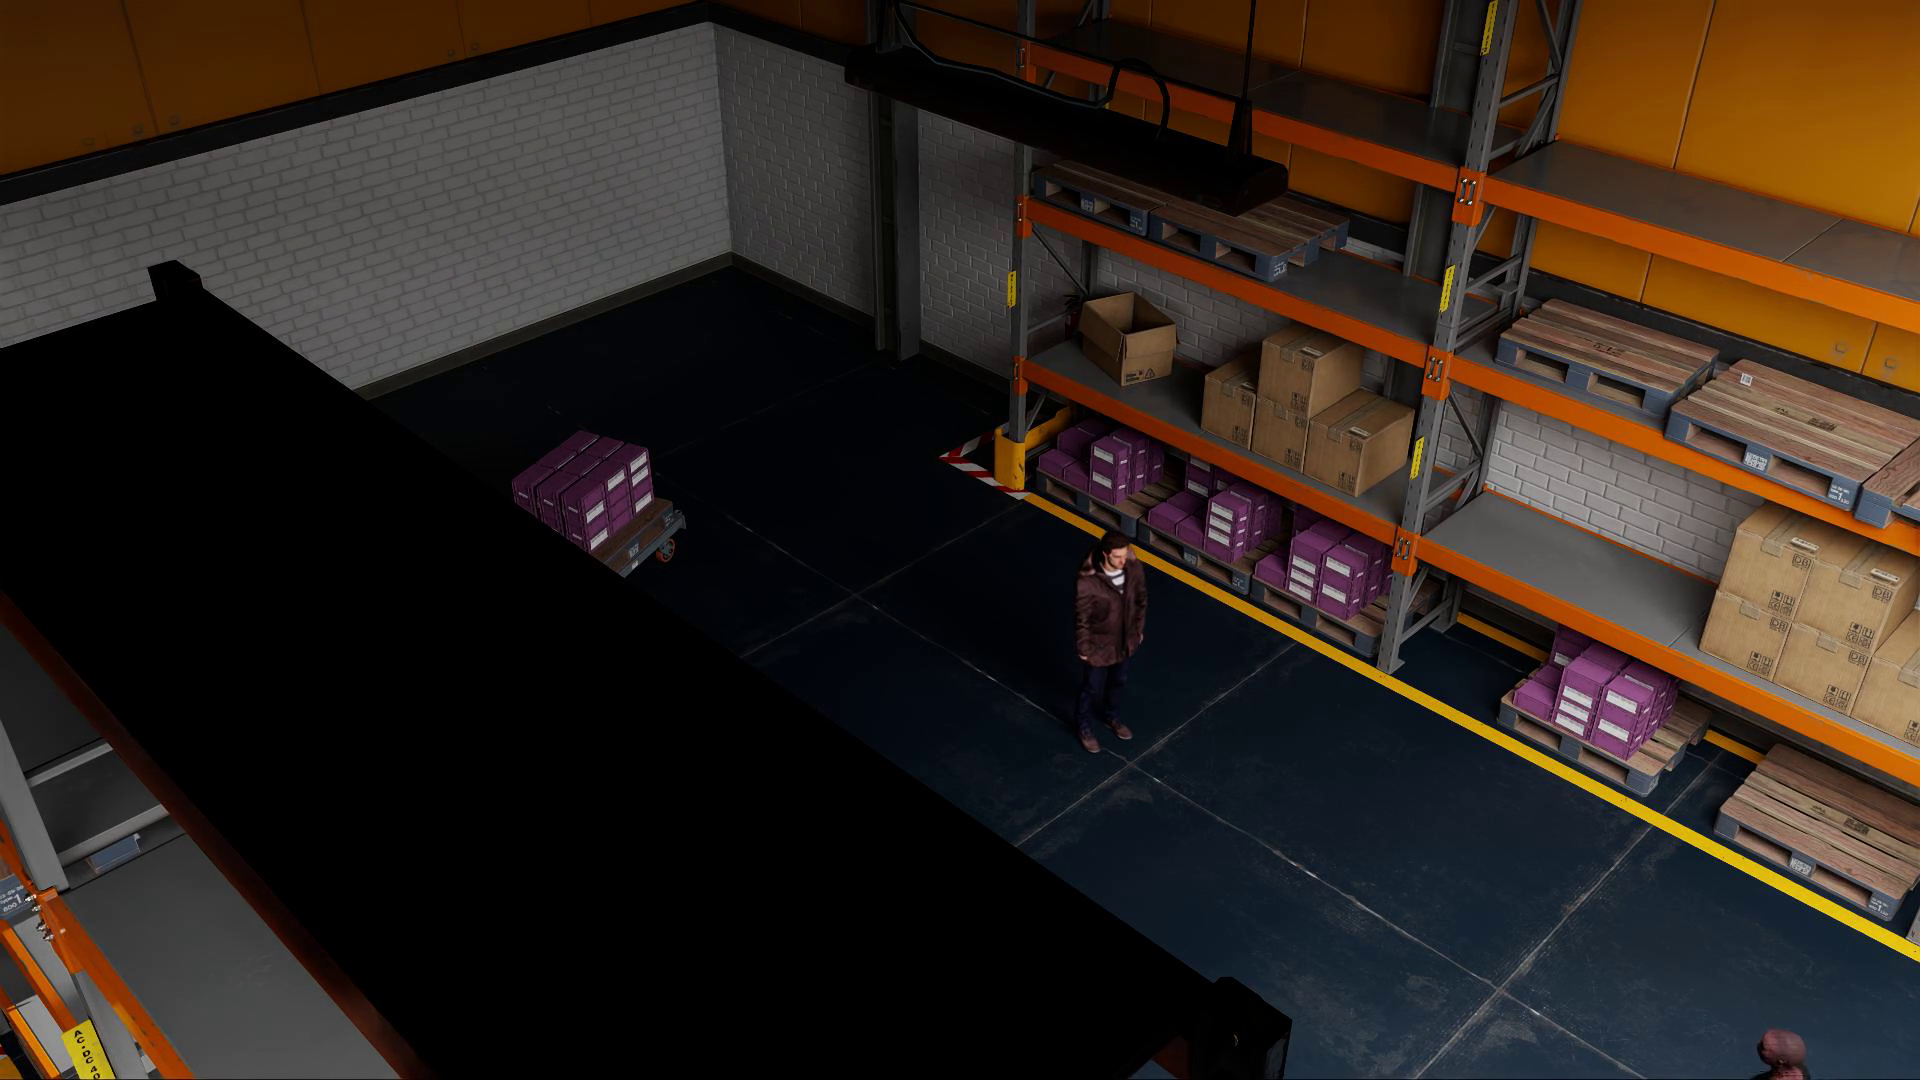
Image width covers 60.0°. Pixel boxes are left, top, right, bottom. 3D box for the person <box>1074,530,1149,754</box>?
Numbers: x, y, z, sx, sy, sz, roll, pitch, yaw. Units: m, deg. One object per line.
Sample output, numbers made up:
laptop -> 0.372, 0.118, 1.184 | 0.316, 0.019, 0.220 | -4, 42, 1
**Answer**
person -> 1.059, 0.690, 11.895 | 0.807, 1.843, 0.754 | -19, 38, -26
